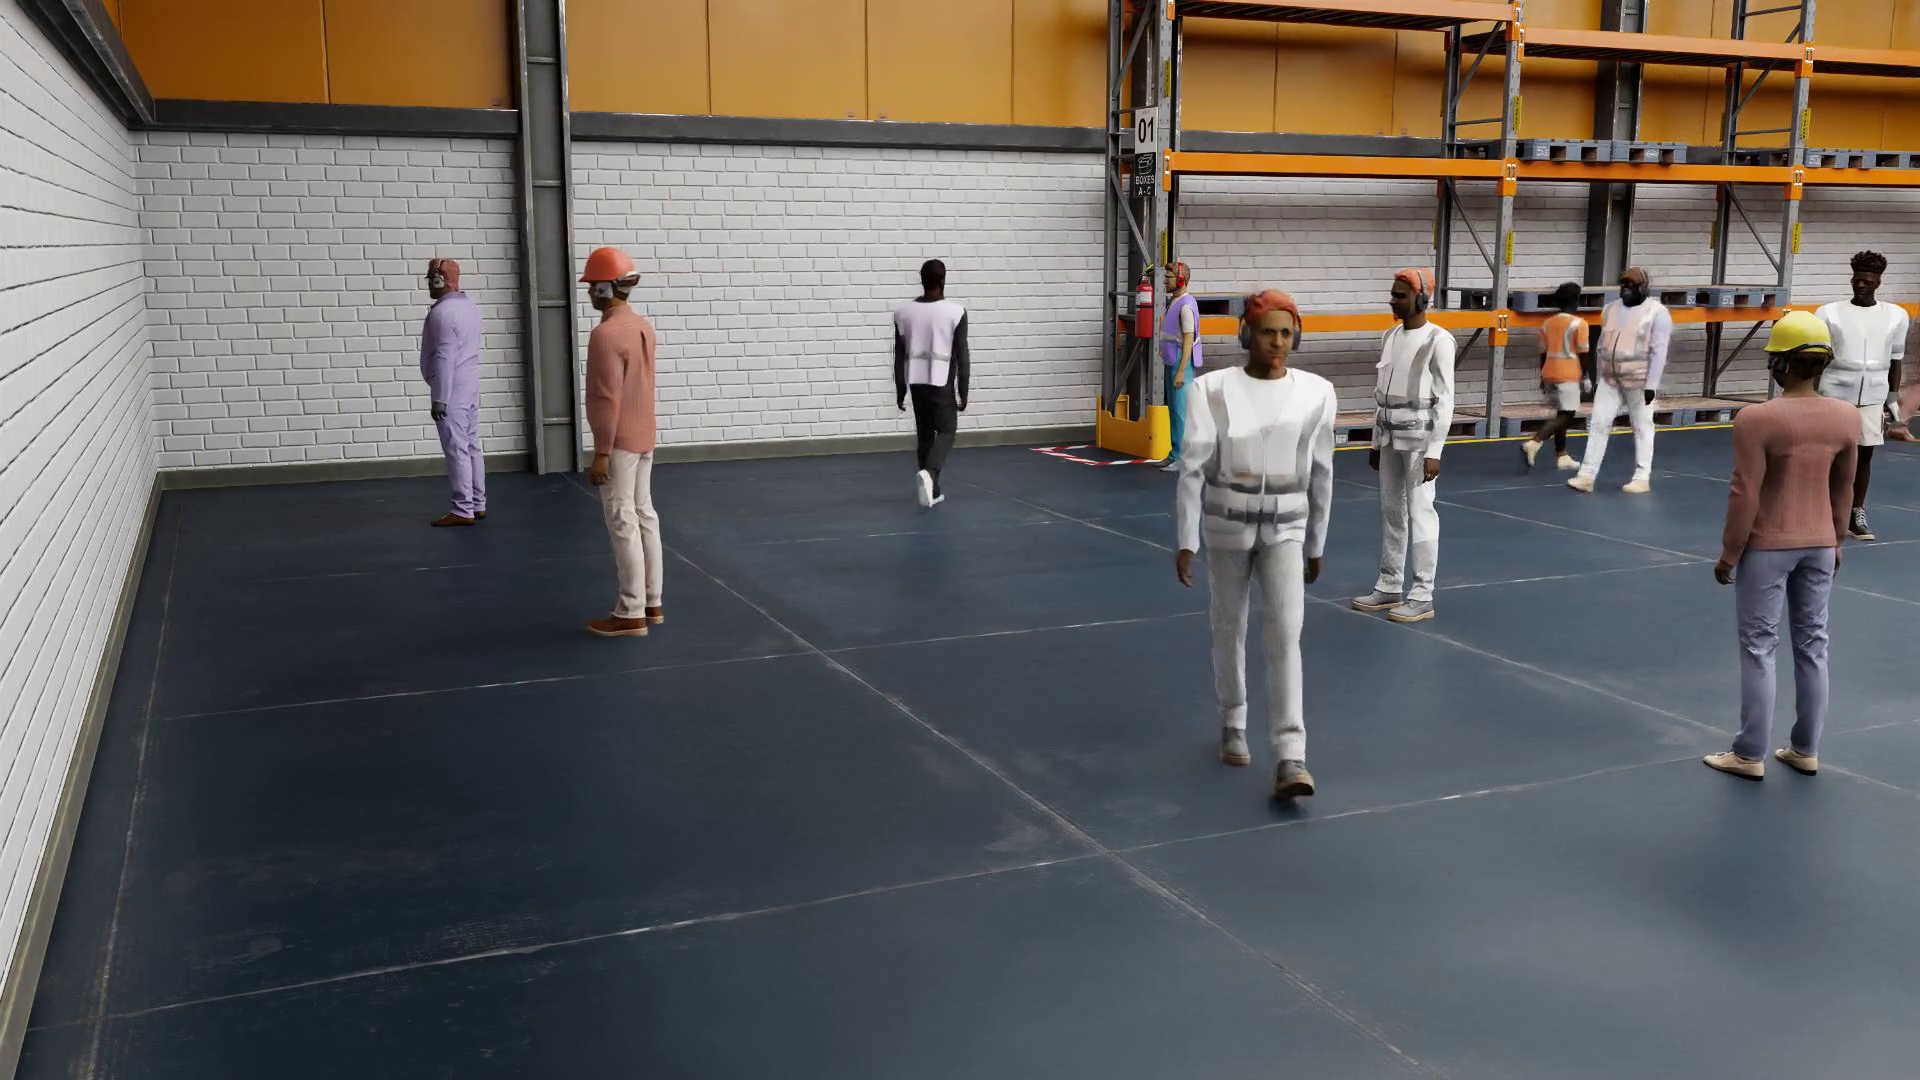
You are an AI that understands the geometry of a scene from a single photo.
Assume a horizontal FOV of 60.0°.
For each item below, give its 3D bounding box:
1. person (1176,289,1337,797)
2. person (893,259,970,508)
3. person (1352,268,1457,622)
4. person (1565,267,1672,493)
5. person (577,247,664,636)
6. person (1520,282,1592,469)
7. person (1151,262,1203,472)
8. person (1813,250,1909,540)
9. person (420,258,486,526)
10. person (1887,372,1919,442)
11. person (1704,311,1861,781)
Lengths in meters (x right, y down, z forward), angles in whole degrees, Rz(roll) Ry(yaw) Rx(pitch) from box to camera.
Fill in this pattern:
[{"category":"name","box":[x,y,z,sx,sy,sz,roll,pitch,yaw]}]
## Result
[{"category":"person","box":[1.095,0.011,6.139,0.601,1.834,0.957,0,10,2]},{"category":"person","box":[-0.228,-1.169,12.591,0.596,1.899,0.743,3,11,19]},{"category":"person","box":[2.399,-0.509,8.936,0.355,1.883,0.575,-4,11,-23]},{"category":"person","box":[5.267,-1.255,13.290,0.867,1.806,0.663,-7,12,-34]},{"category":"person","box":[-1.758,-0.501,8.579,0.396,1.992,0.622,2,10,11]},{"category":"person","box":[5.227,-1.423,14.576,0.731,1.674,0.531,-4,11,-19]},{"category":"person","box":[1.936,-1.522,14.681,0.389,1.846,0.566,-1,10,-5]},{"category":"person","box":[6.076,-0.975,11.304,0.608,1.963,0.369,2,10,12]},{"category":"person","box":[-3.642,-1.051,11.890,0.402,1.906,0.652,1,10,4]},{"category":"person","box":[9.907,-1.865,16.626,1.062,1.851,0.678,8,13,36]},{"category":"person","box":[3.095,0.029,6.267,0.533,1.768,0.310,-2,10,-13]}]
